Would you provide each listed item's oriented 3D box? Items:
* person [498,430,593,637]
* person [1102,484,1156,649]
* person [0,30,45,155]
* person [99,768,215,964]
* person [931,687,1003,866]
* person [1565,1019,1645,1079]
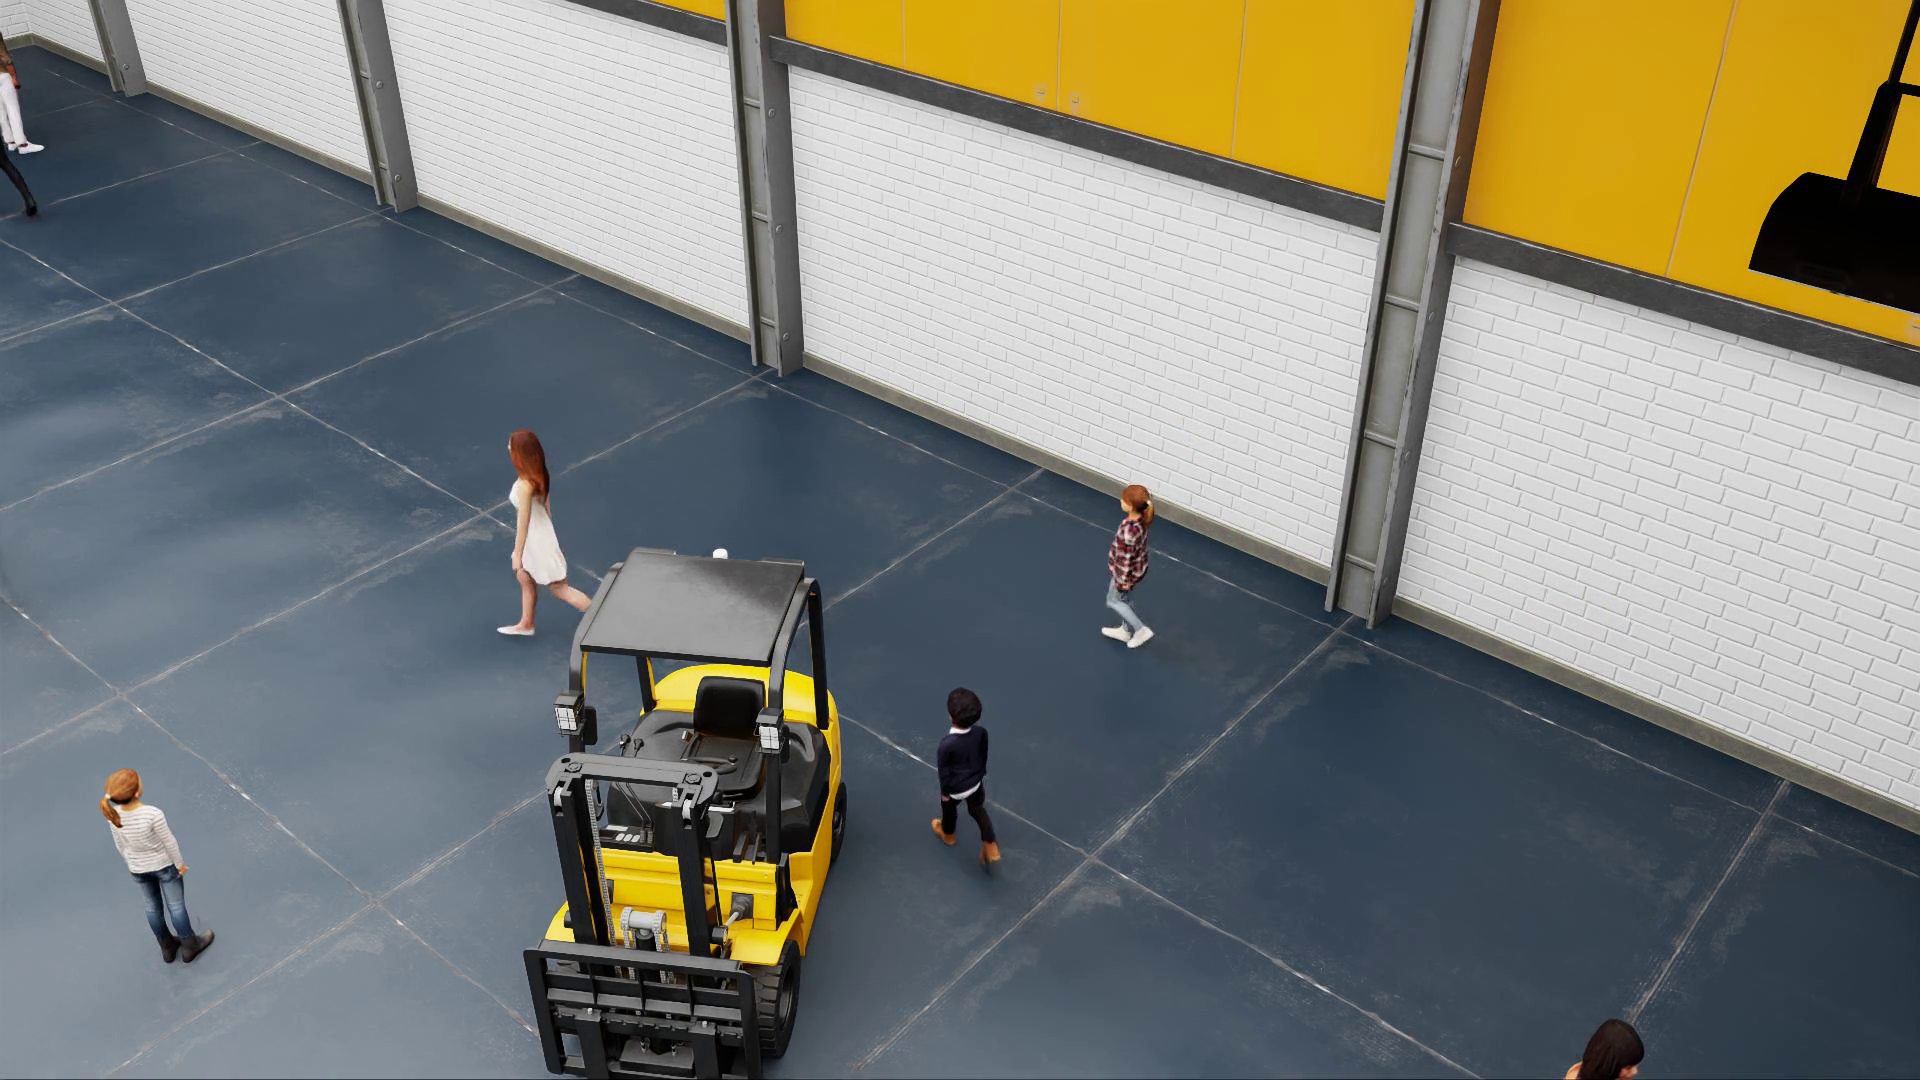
[{"bbox_3d":[-2.799,0.028,11.386,1.139,1.681,1.039,-1,34,-2],"label":"person"},{"bbox_3d":[1.221,0.196,11.481,0.683,1.297,0.599,16,37,22],"label":"person"},{"bbox_3d":[-11.277,-5.462,19.517,0.535,1.824,0.812,20,38,27],"label":"person"},{"bbox_3d":[-4.412,1.780,9.082,0.543,1.315,0.615,2,34,3],"label":"person"},{"bbox_3d":[0.050,1.408,9.736,0.643,1.210,0.874,-20,39,-27],"label":"person"},{"bbox_3d":[2.729,2.695,7.407,0.623,1.645,0.619,-16,37,-22],"label":"person"}]
